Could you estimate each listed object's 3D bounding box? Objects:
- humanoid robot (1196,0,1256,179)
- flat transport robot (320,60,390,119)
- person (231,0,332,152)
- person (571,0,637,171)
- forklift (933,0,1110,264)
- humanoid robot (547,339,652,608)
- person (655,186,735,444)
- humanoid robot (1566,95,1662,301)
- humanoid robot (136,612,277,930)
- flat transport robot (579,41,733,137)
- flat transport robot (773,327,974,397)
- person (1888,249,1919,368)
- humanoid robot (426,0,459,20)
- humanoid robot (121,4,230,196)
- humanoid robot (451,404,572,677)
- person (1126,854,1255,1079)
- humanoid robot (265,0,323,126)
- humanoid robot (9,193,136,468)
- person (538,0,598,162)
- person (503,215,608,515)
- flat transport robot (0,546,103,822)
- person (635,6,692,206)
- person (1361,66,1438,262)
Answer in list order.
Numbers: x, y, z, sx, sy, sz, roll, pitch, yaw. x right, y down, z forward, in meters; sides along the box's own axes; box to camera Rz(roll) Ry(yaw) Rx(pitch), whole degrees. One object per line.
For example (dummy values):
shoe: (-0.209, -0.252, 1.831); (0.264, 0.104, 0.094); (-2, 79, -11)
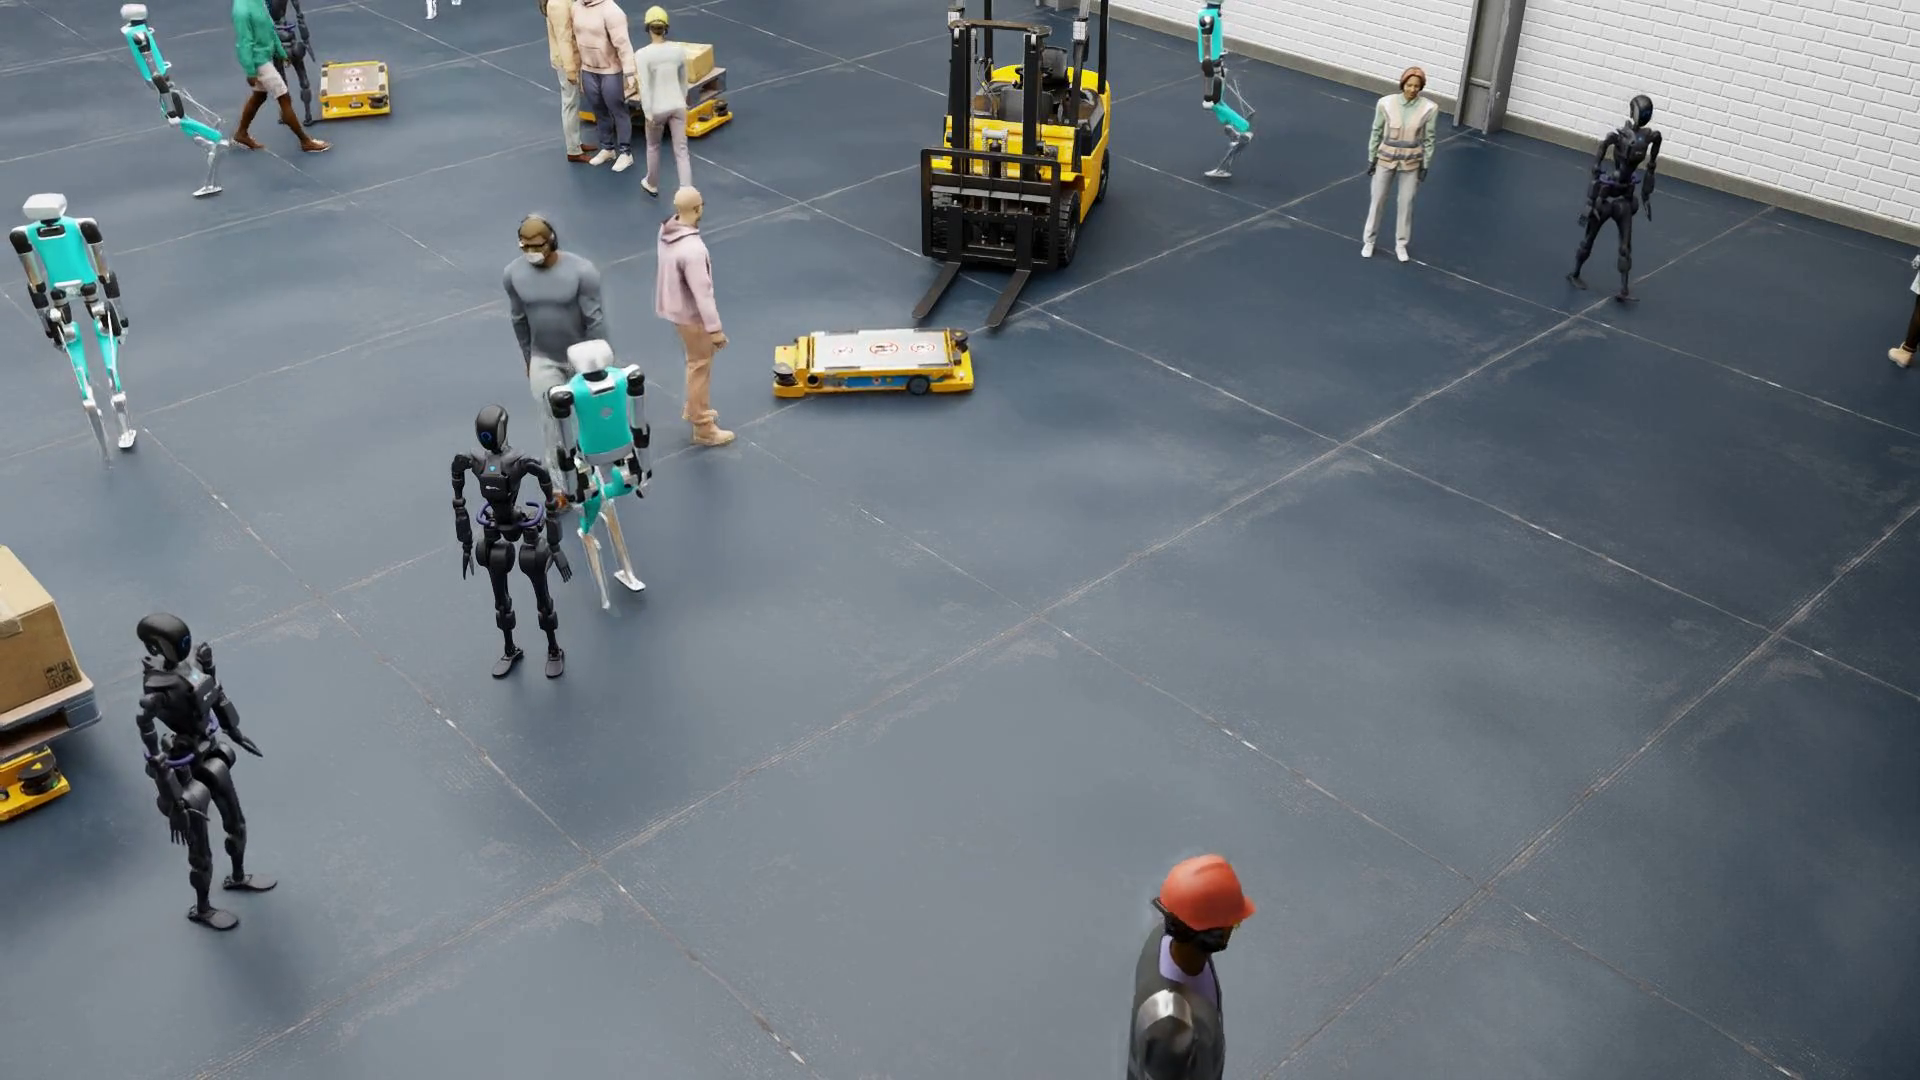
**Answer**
humanoid robot: (2.461, -4.021, 15.116); (0.735, 1.906, 0.545); (8, 34, 12)
flat transport robot: (-6.354, -4.750, 17.473); (0.659, 0.231, 1.431); (-9, 34, -14)
person: (-6.641, -4.539, 15.755); (0.937, 1.810, 0.530); (-3, 33, -5)
person: (-3.320, -4.392, 15.473); (0.810, 1.856, 0.436); (17, 37, 24)
forklift: (0.570, -3.725, 14.138); (1.214, 2.155, 2.313); (9, 34, 13)
humanoid robot: (-2.066, -0.373, 9.452); (0.551, 1.840, 0.751); (-18, 37, -26)
person: (-1.793, -1.483, 11.073); (0.446, 1.767, 0.615); (-14, 36, -21)
humanoid robot: (5.158, -2.668, 13.008); (0.601, 1.625, 0.735); (-7, 34, -10)
humanoid robot: (-3.372, 0.993, 7.359); (0.352, 1.647, 0.602); (5, 33, 7)
flat transport robot: (-3.090, -4.364, 16.881); (1.431, 0.231, 0.659); (15, 36, 21)
flat transport robot: (-0.638, -1.295, 12.163); (1.431, 0.231, 0.659); (-2, 33, -3)
person: (7.159, -2.032, 11.986); (0.541, 1.695, 0.316); (4, 33, 6)
humanoid robot: (-6.315, -7.173, 19.887); (0.548, 1.809, 0.887); (2, 33, 3)
humanoid robot: (-6.883, -3.851, 14.849); (0.752, 1.889, 0.545); (-18, 37, -25)
humanoid robot: (-2.370, 0.016, 8.842); (0.599, 1.659, 0.315); (2, 33, 3)
person: (0.821, 1.898, 5.653); (0.524, 2.014, 0.639); (5, 33, 7)
humanoid robot: (-6.719, -4.963, 16.514); (0.605, 1.646, 0.312); (8, 34, 12)
humanoid robot: (-5.730, -1.257, 10.867); (0.551, 1.904, 0.739); (-9, 34, -13)
person: (-3.689, -4.504, 15.624); (0.390, 1.875, 0.566); (-6, 33, -9)
person: (-2.494, -1.192, 10.515); (0.651, 1.906, 0.940); (3, 33, 4)
flat transport robot: (-5.193, 1.042, 8.572); (0.659, 0.231, 1.431); (-28, 42, -36)
person: (-2.629, -3.833, 14.739); (0.523, 1.701, 0.845); (-20, 38, -28)
person: (3.603, -3.085, 13.666); (0.514, 1.633, 0.316); (8, 34, 12)
